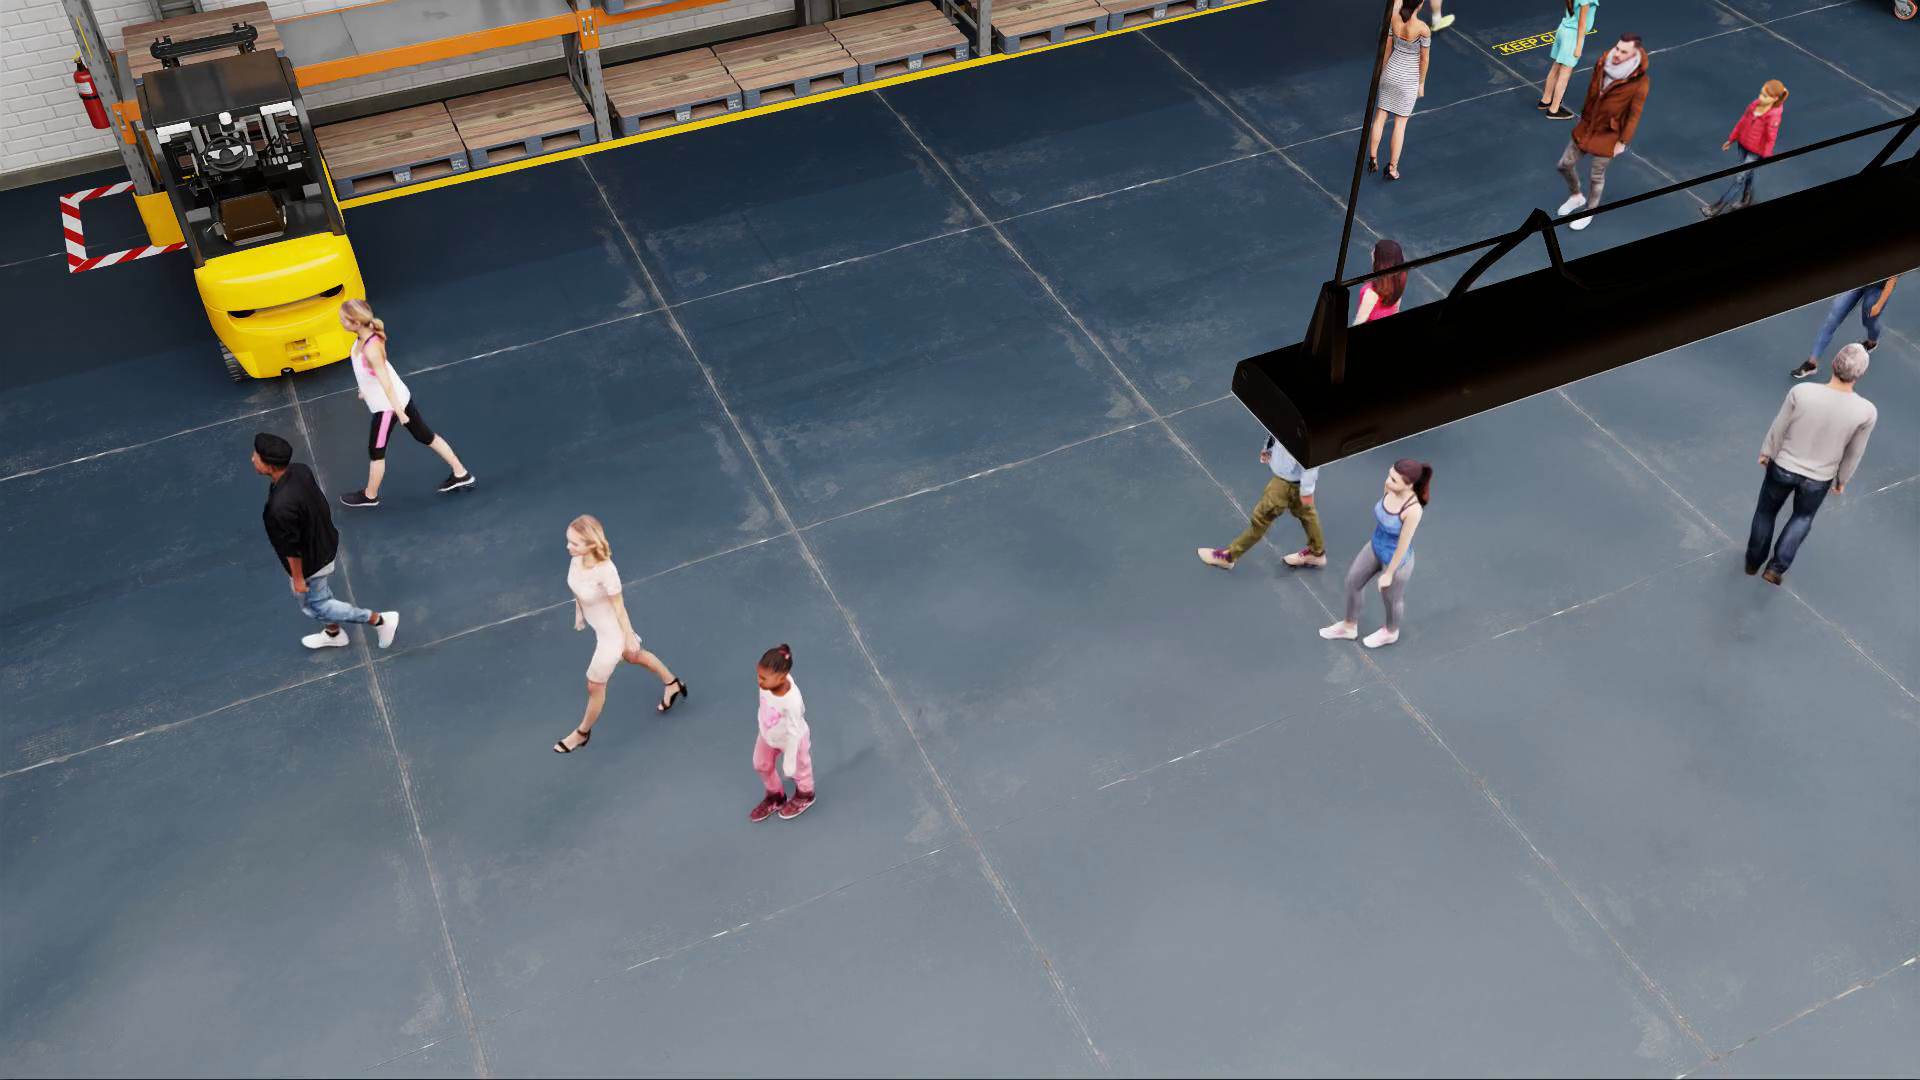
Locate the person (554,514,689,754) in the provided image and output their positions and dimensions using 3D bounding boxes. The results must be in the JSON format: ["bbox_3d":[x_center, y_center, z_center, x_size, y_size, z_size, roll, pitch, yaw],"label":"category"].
[{"bbox_3d":[-2.026,0.512,10.010,1.174,1.773,0.732,-25,49,-24],"label":"person"}]

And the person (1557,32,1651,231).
[{"bbox_3d":[5.523,-3.510,14.195,0.725,1.823,0.763,-26,49,-25],"label":"person"}]

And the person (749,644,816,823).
[{"bbox_3d":[-0.968,1.085,9.651,0.720,1.438,0.662,-32,52,-29],"label":"person"}]

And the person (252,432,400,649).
[{"bbox_3d":[-4.015,0.067,10.460,1.035,1.796,0.868,-4,44,-4],"label":"person"}]

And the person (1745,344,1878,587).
[{"bbox_3d":[5.497,-0.417,10.898,0.950,1.894,1.015,21,48,21],"label":"person"}]

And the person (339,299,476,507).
[{"bbox_3d":[-3.866,-0.958,11.579,1.199,1.737,0.743,-10,45,-11],"label":"person"}]

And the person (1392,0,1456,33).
[{"bbox_3d":[4.578,-5.853,16.675,1.073,1.796,0.727,-25,49,-24],"label":"person"}]

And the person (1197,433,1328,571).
[{"bbox_3d":[2.294,-0.448,11.023,1.262,1.766,1.048,2,44,2],"label":"person"}]

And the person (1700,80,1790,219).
[{"bbox_3d":[6.957,-3.415,14.484,0.899,1.287,0.628,-9,44,-9],"label":"person"}]

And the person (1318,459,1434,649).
[{"bbox_3d":[2.799,0.096,10.578,0.790,1.593,0.655,-11,45,-11],"label":"person"}]

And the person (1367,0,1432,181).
[{"bbox_3d":[3.894,-4.047,14.759,0.665,1.822,0.658,32,52,29],"label":"person"}]

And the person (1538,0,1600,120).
[{"bbox_3d":[5.763,-4.749,15.688,0.633,1.558,0.618,-4,44,-4],"label":"person"}]

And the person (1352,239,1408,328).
[{"bbox_3d":[3.085,-1.433,12.154,0.891,1.631,0.985,31,52,28],"label":"person"}]
